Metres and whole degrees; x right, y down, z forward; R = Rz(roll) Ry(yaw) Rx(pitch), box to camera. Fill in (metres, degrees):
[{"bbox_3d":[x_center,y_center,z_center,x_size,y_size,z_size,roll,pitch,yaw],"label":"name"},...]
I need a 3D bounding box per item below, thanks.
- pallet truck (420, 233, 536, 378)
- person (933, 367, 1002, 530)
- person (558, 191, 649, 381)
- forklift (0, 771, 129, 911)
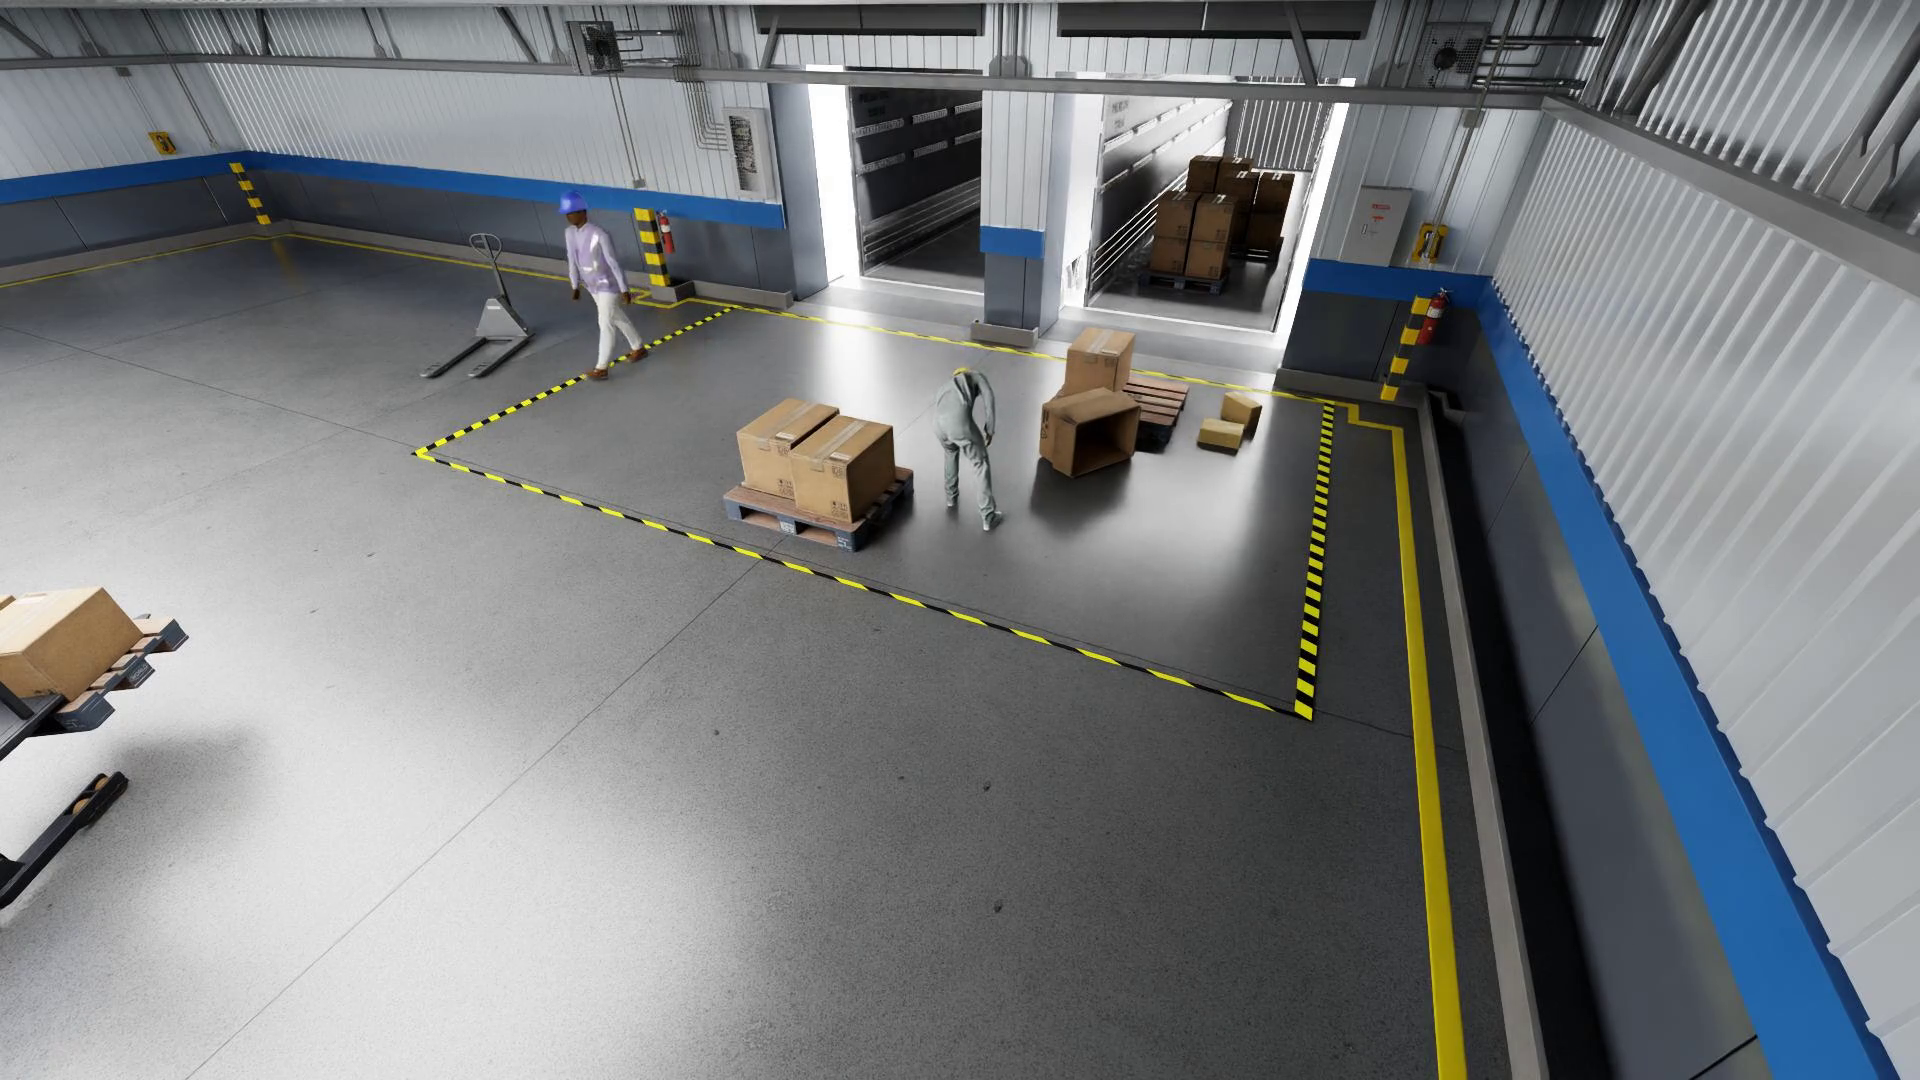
[{"bbox_3d":[-5.664,-2.712,8.427,0.680,1.201,1.601,0,35,-1],"label":"pallet truck"},{"bbox_3d":[0.091,-0.780,5.840,0.846,1.106,0.765,27,43,33],"label":"person"},{"bbox_3d":[-3.922,-2.706,7.854,0.649,1.893,0.999,17,39,23],"label":"person"},{"bbox_3d":[-4.601,0.992,2.538,0.716,2.013,0.776,-5,36,-7],"label":"forklift"}]
